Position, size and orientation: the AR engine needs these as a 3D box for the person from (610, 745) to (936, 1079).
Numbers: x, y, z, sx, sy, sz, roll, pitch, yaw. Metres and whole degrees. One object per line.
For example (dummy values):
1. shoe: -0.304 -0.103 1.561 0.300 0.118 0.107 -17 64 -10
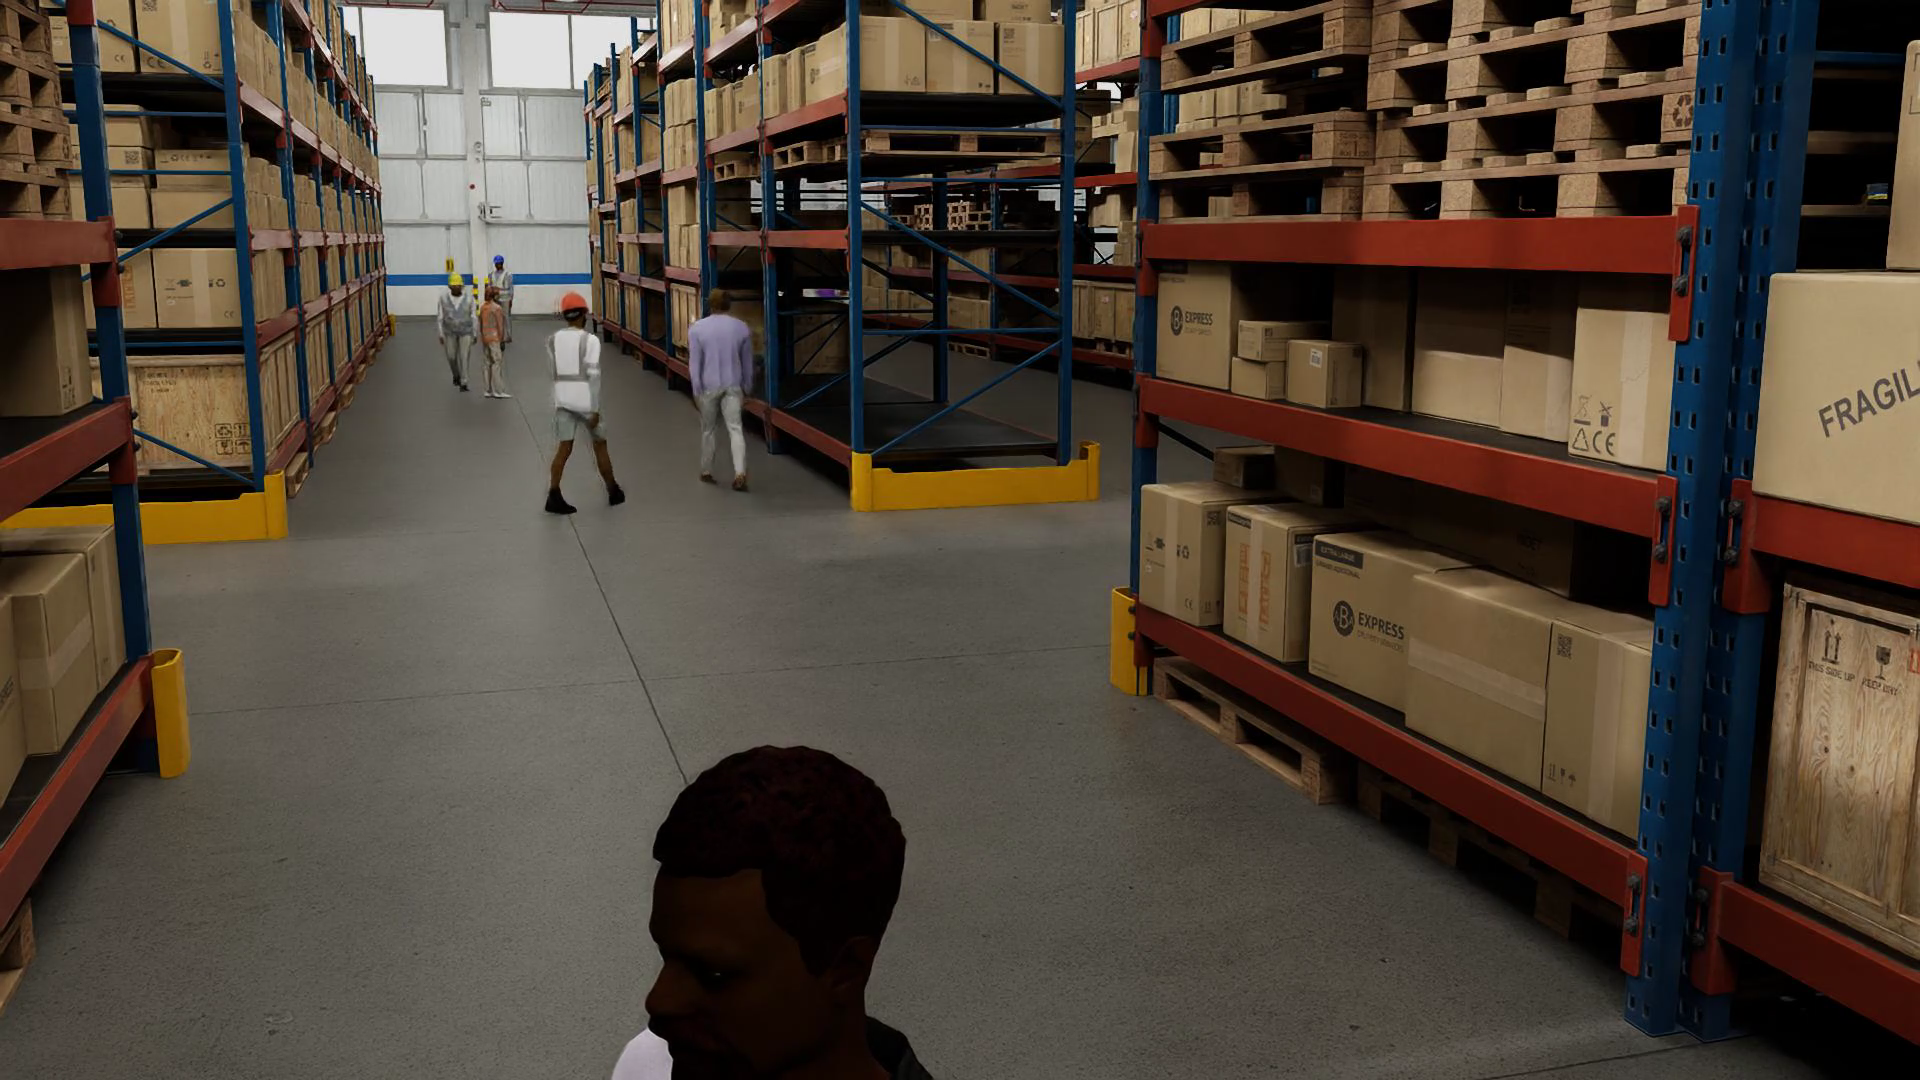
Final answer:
1. person: -0.133 1.116 1.592 0.589 1.920 0.392 9 14 41

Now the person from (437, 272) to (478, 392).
1. person: -7.666 -3.178 25.405 0.606 1.814 0.526 -2 11 -11

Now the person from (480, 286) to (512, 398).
1. person: -6.824 -2.885 24.301 0.515 1.636 0.315 9 14 40

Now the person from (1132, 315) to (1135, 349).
1. person: 2.482 -2.458 21.968 0.281 1.633 0.500 -9 14 -40

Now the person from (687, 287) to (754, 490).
1. person: -2.215 -1.415 15.574 0.646 1.895 1.017 -4 11 -23

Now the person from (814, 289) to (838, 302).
1. person: -3.228 -5.856 39.915 0.561 1.876 0.995 -2 10 -9

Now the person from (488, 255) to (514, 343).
1. person: -10.200 -5.349 36.951 0.601 1.948 0.386 3 11 15

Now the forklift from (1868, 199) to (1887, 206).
1. forklift: 11.338 -2.915 21.052 1.129 2.768 1.873 -3 11 -17

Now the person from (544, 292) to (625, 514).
1. person: -3.300 -1.176 14.282 0.564 1.883 0.967 4 11 19
